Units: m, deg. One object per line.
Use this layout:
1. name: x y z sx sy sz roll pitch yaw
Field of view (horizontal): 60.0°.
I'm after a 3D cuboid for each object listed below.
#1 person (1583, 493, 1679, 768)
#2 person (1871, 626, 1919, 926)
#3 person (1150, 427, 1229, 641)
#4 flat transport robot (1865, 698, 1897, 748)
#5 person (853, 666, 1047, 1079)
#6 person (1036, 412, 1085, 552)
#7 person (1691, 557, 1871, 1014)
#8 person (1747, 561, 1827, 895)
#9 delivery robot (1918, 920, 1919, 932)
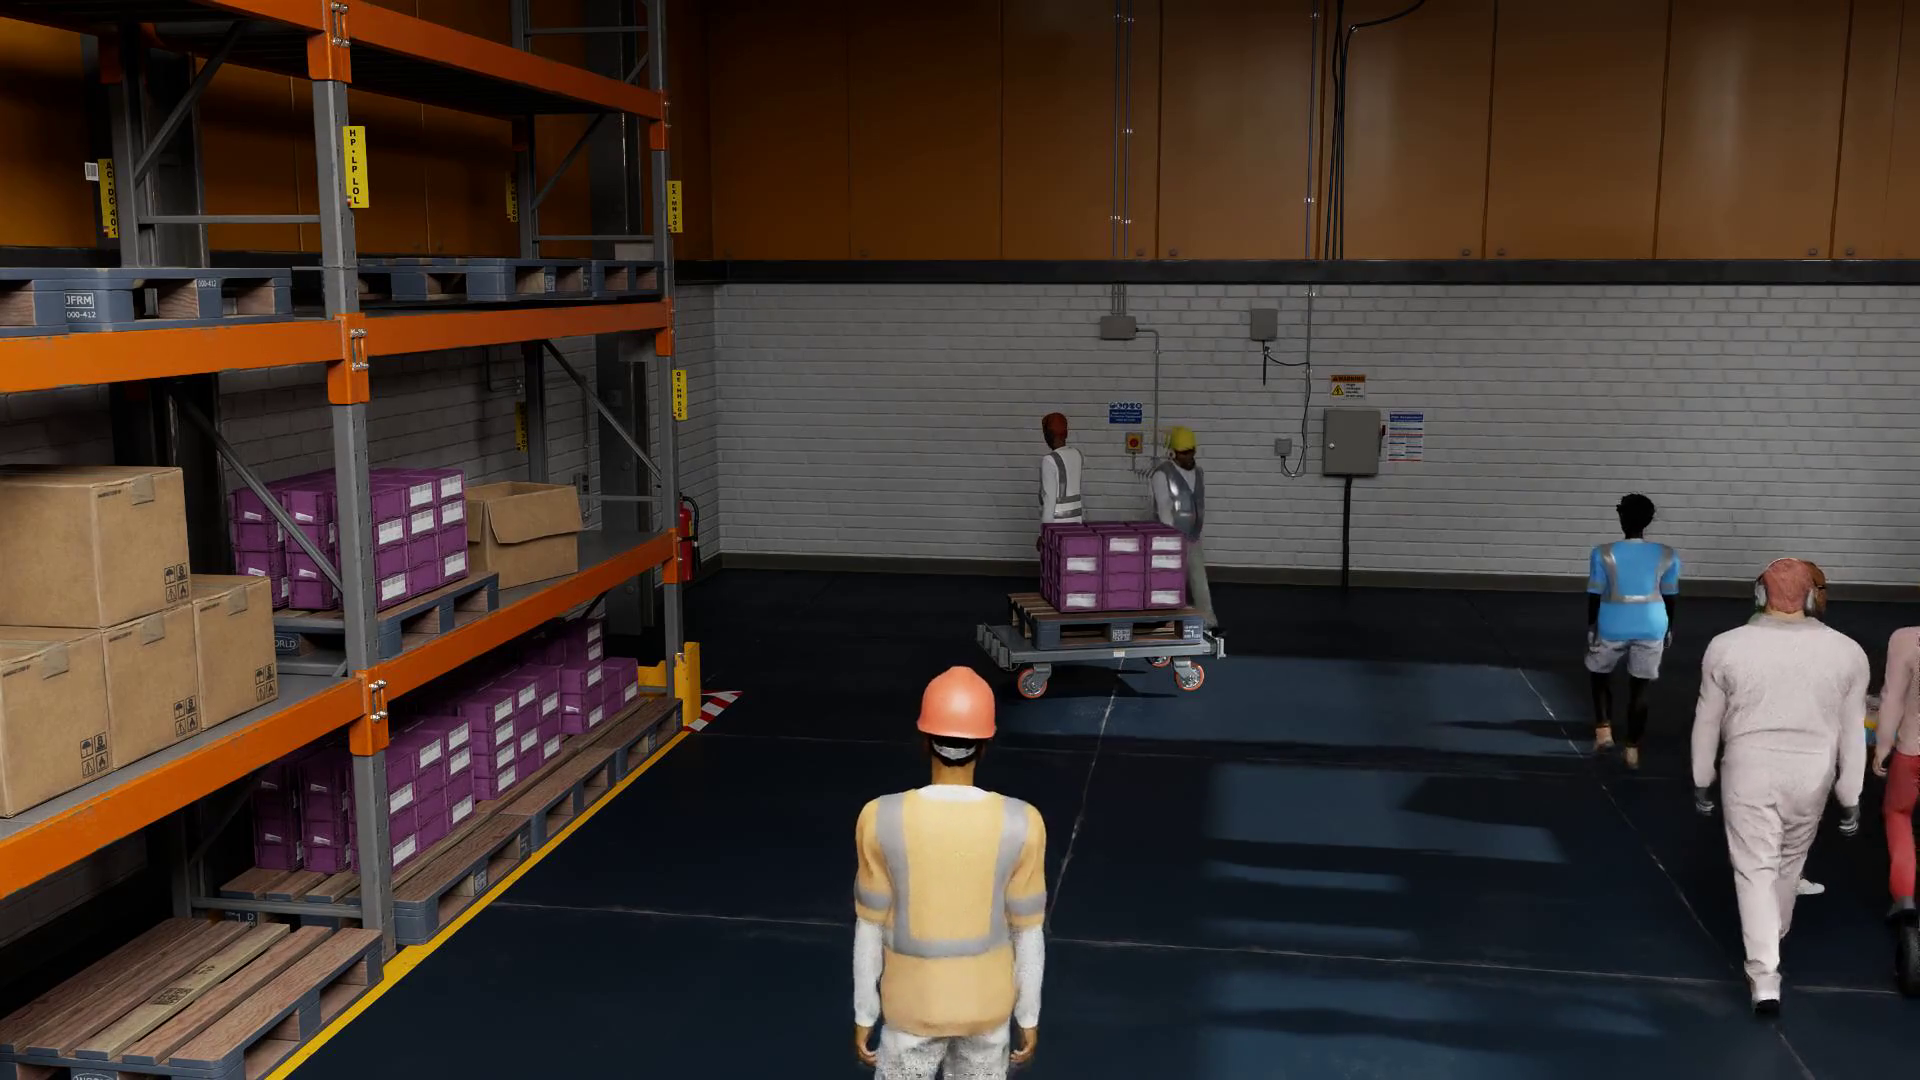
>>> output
1. person: 4.090 0.558 10.159 0.545 1.689 0.365 2 9 13
2. person: 4.435 0.953 7.525 0.547 1.734 0.470 3 10 20
3. person: 1.801 -0.053 13.711 0.586 1.772 1.002 -7 11 -36
4. flat transport robot: 5.725 1.175 10.694 1.431 0.197 0.652 0 9 0
5. person: -0.026 1.320 4.728 0.556 1.917 0.601 -1 9 -4
6. person: 0.810 -0.102 13.612 0.358 1.883 0.572 6 11 33
7. person: 3.406 1.000 6.938 0.648 1.854 1.011 2 10 14
8. person: 4.046 0.909 8.140 0.282 1.631 0.503 -4 10 -25
9. delivery robot: 4.104 1.639 6.670 0.477 0.478 0.707 3 10 19
